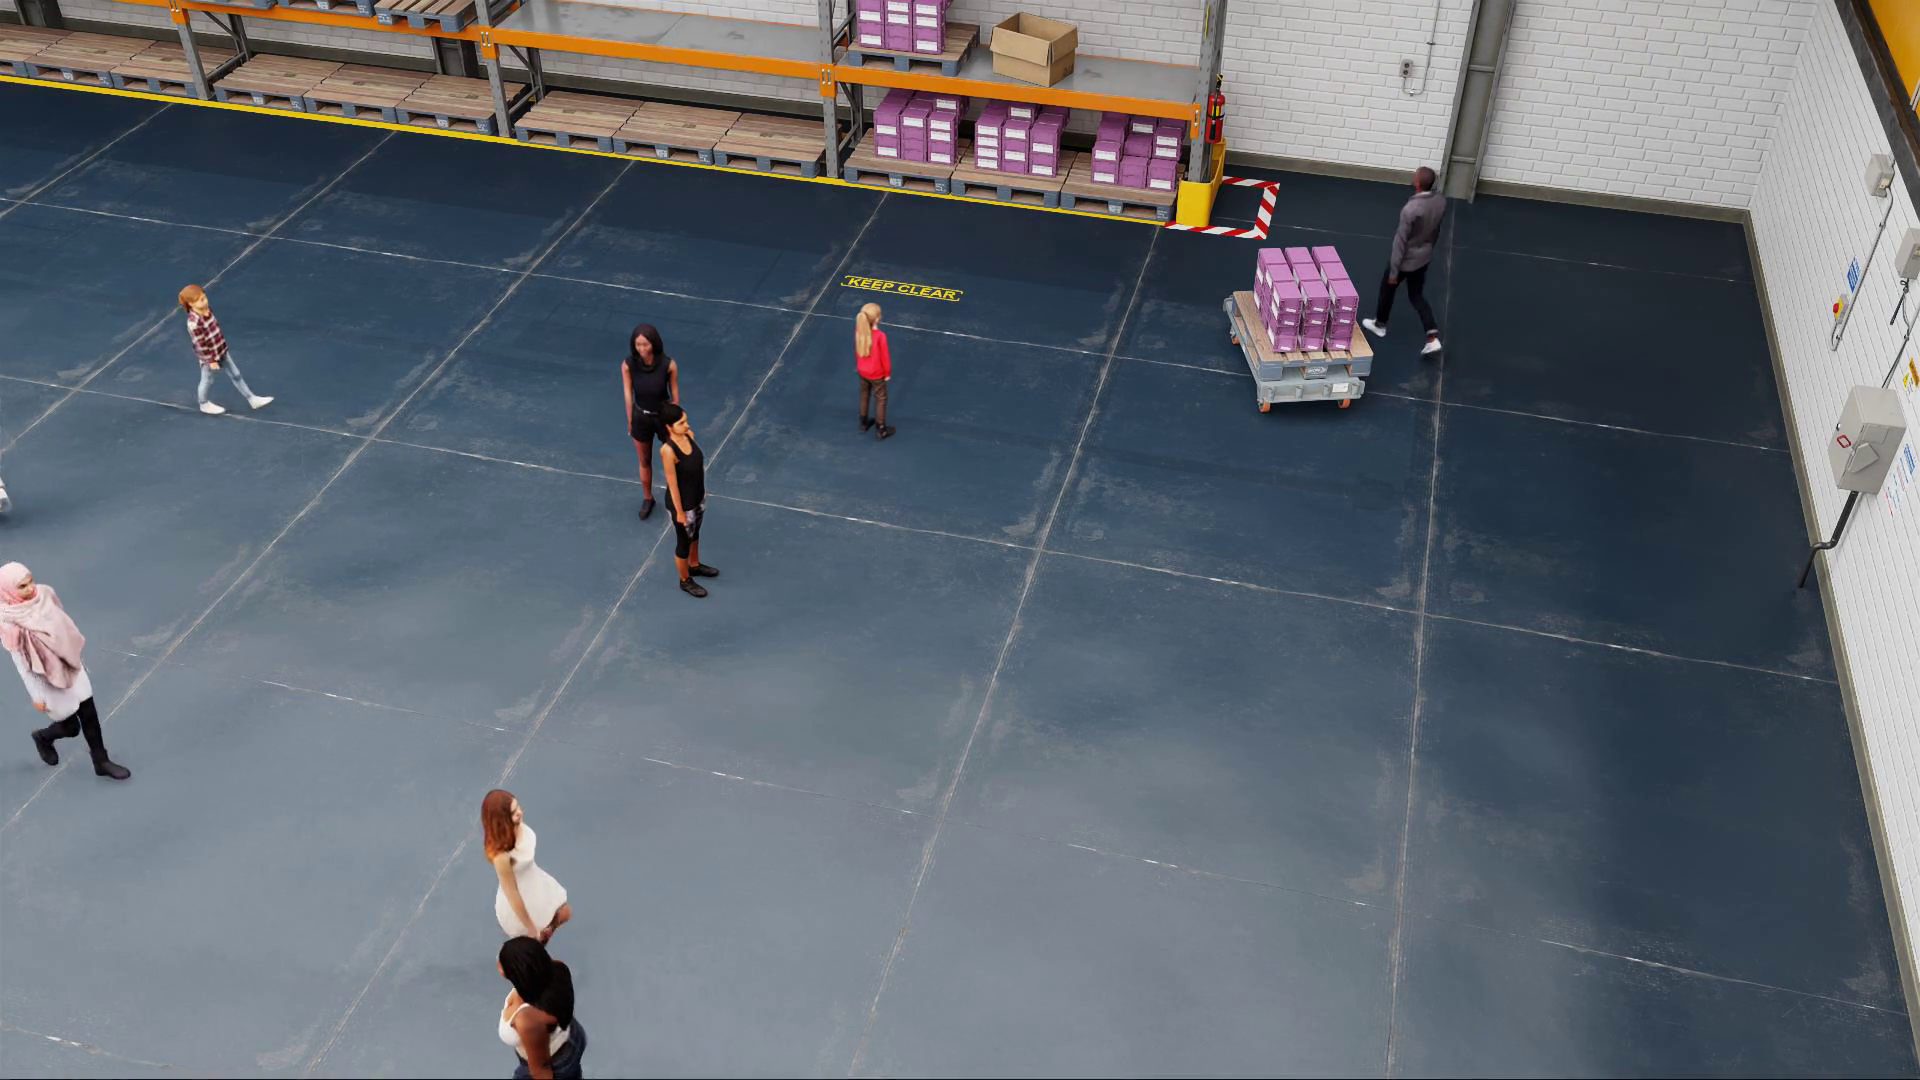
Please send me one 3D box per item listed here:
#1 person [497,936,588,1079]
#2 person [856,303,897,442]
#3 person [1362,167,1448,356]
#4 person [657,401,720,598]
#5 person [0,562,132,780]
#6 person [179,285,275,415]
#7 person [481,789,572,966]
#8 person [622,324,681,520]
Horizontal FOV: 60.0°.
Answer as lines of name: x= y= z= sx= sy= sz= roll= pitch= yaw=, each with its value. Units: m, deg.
person: x=-2.019 y=2.695 z=8.615 sx=0.698 sy=1.798 sz=0.700 roll=4 pitch=39 yaw=5
person: x=-0.743 y=-1.455 z=14.226 sx=0.519 sy=1.280 sz=0.618 roll=25 pitch=45 yaw=28
person: x=4.174 y=-2.497 z=15.125 sx=1.184 sy=1.789 sz=1.243 roll=-19 pitch=42 yaw=-22
person: x=-2.072 y=-0.327 z=12.510 sx=0.492 sy=1.660 sz=0.567 roll=9 pitch=40 yaw=12
person: x=-5.990 y=0.887 z=10.884 sx=0.857 sy=1.791 sz=0.636 roll=9 pitch=39 yaw=11
person: x=-6.578 y=-1.630 z=14.455 sx=0.922 sy=1.270 sz=0.632 roll=3 pitch=39 yaw=4
person: x=-2.592 y=2.024 z=9.533 sx=0.622 sy=1.701 sz=0.625 roll=3 pitch=39 yaw=3
person: x=-2.423 y=-0.944 z=13.218 sx=0.575 sy=1.740 sz=0.723 roll=-3 pitch=39 yaw=-4
